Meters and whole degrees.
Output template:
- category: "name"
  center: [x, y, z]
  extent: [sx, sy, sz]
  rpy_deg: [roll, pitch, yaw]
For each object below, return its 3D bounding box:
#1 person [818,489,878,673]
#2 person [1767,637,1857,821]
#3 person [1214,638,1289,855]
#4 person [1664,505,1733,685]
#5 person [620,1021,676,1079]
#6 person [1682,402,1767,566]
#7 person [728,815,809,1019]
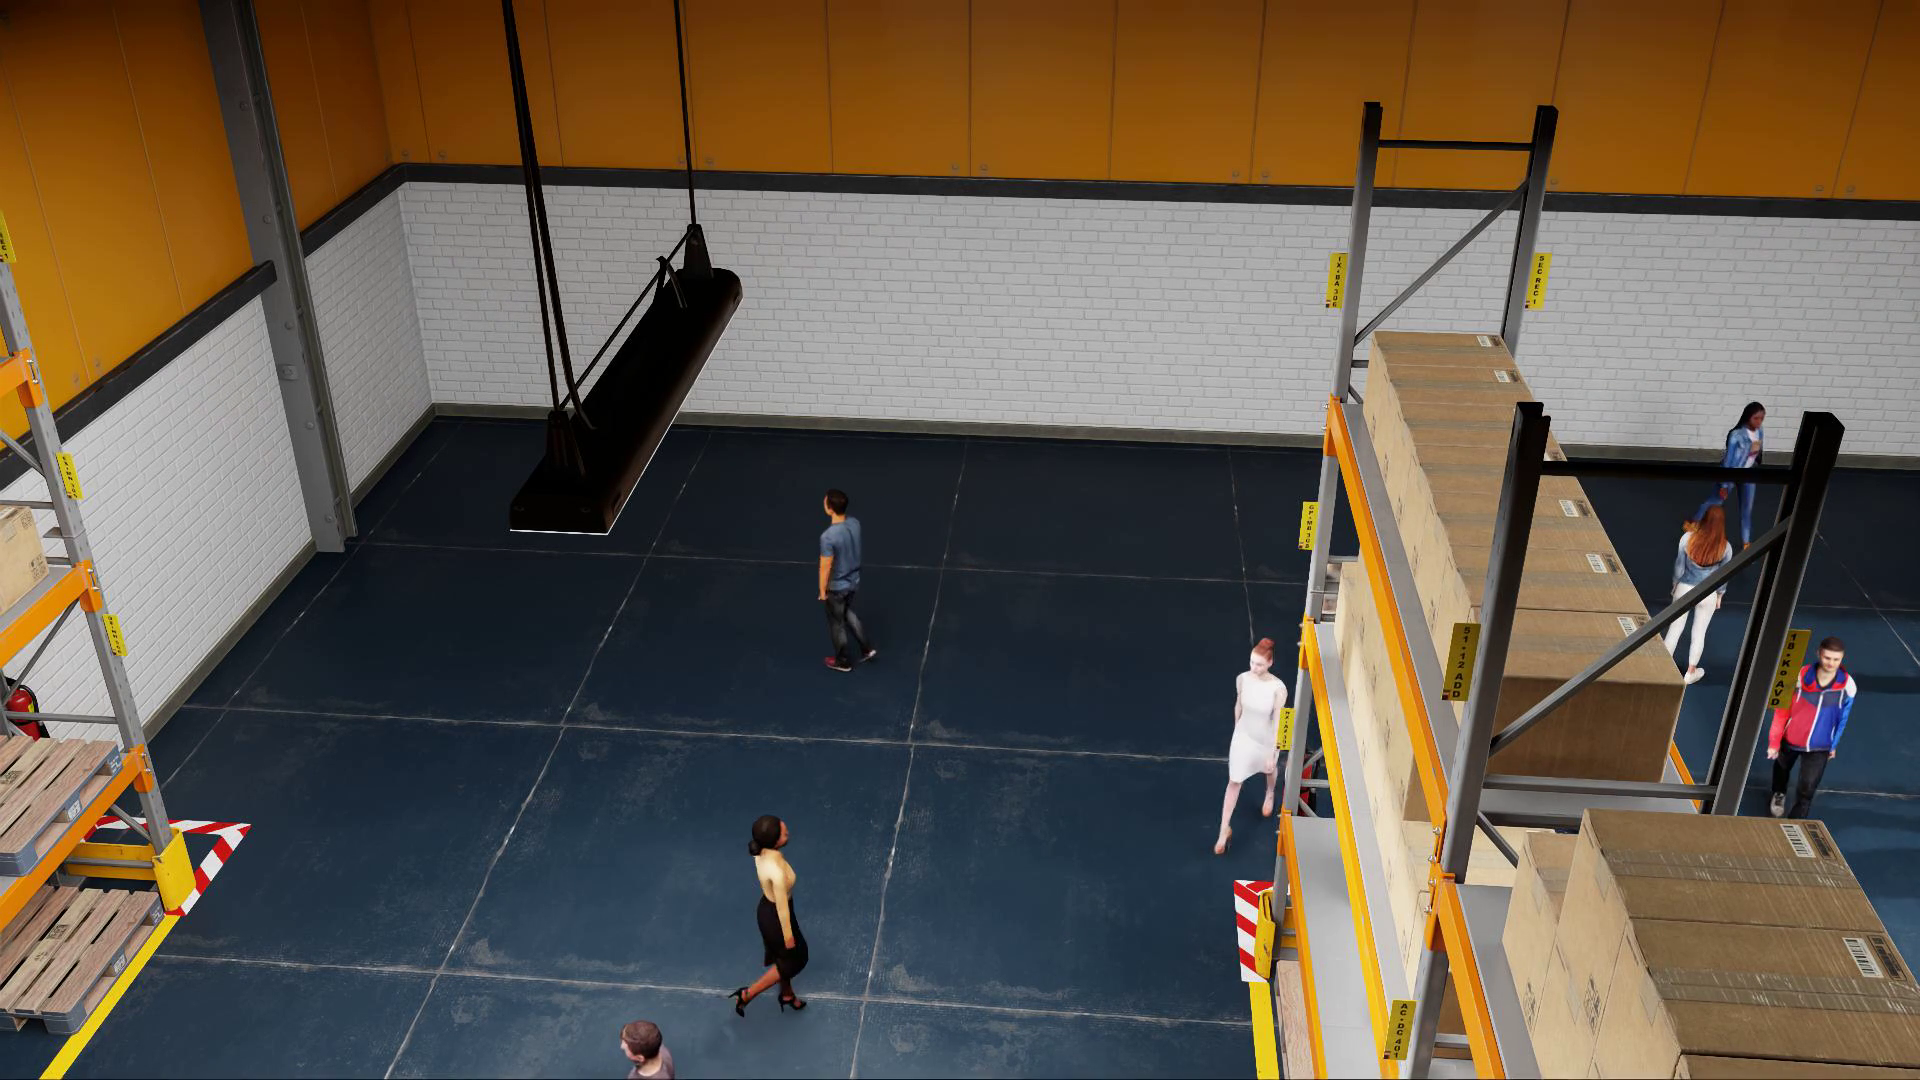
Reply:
- category: "person"
  center: [-0.967, 0.386, 14.564]
  extent: [0.900, 1.797, 0.838]
  rpy_deg: [18, 33, 30]
- category: "person"
  center: [6.422, 1.477, 12.656]
  extent: [0.916, 1.709, 1.244]
  rpy_deg: [12, 31, 21]
- category: "person"
  center: [2.305, 1.503, 12.579]
  extent: [0.927, 1.737, 1.176]
  rpy_deg: [17, 33, 28]
- category: "person"
  center: [6.423, 0.469, 14.510]
  extent: [0.685, 1.703, 0.683]
  rpy_deg: [18, 33, 30]
- category: "person"
  center: [-1.635, 3.326, 9.114]
  extent: [0.765, 1.856, 0.586]
  rpy_deg: [-5, 29, -10]
- category: "person"
  center: [7.644, -0.632, 16.580]
  extent: [1.069, 1.654, 1.291]
  rpy_deg: [-15, 32, -25]
- category: "person"
  center: [-1.253, 2.509, 10.835]
  extent: [0.831, 1.641, 0.822]
  rpy_deg: [-11, 30, -19]
